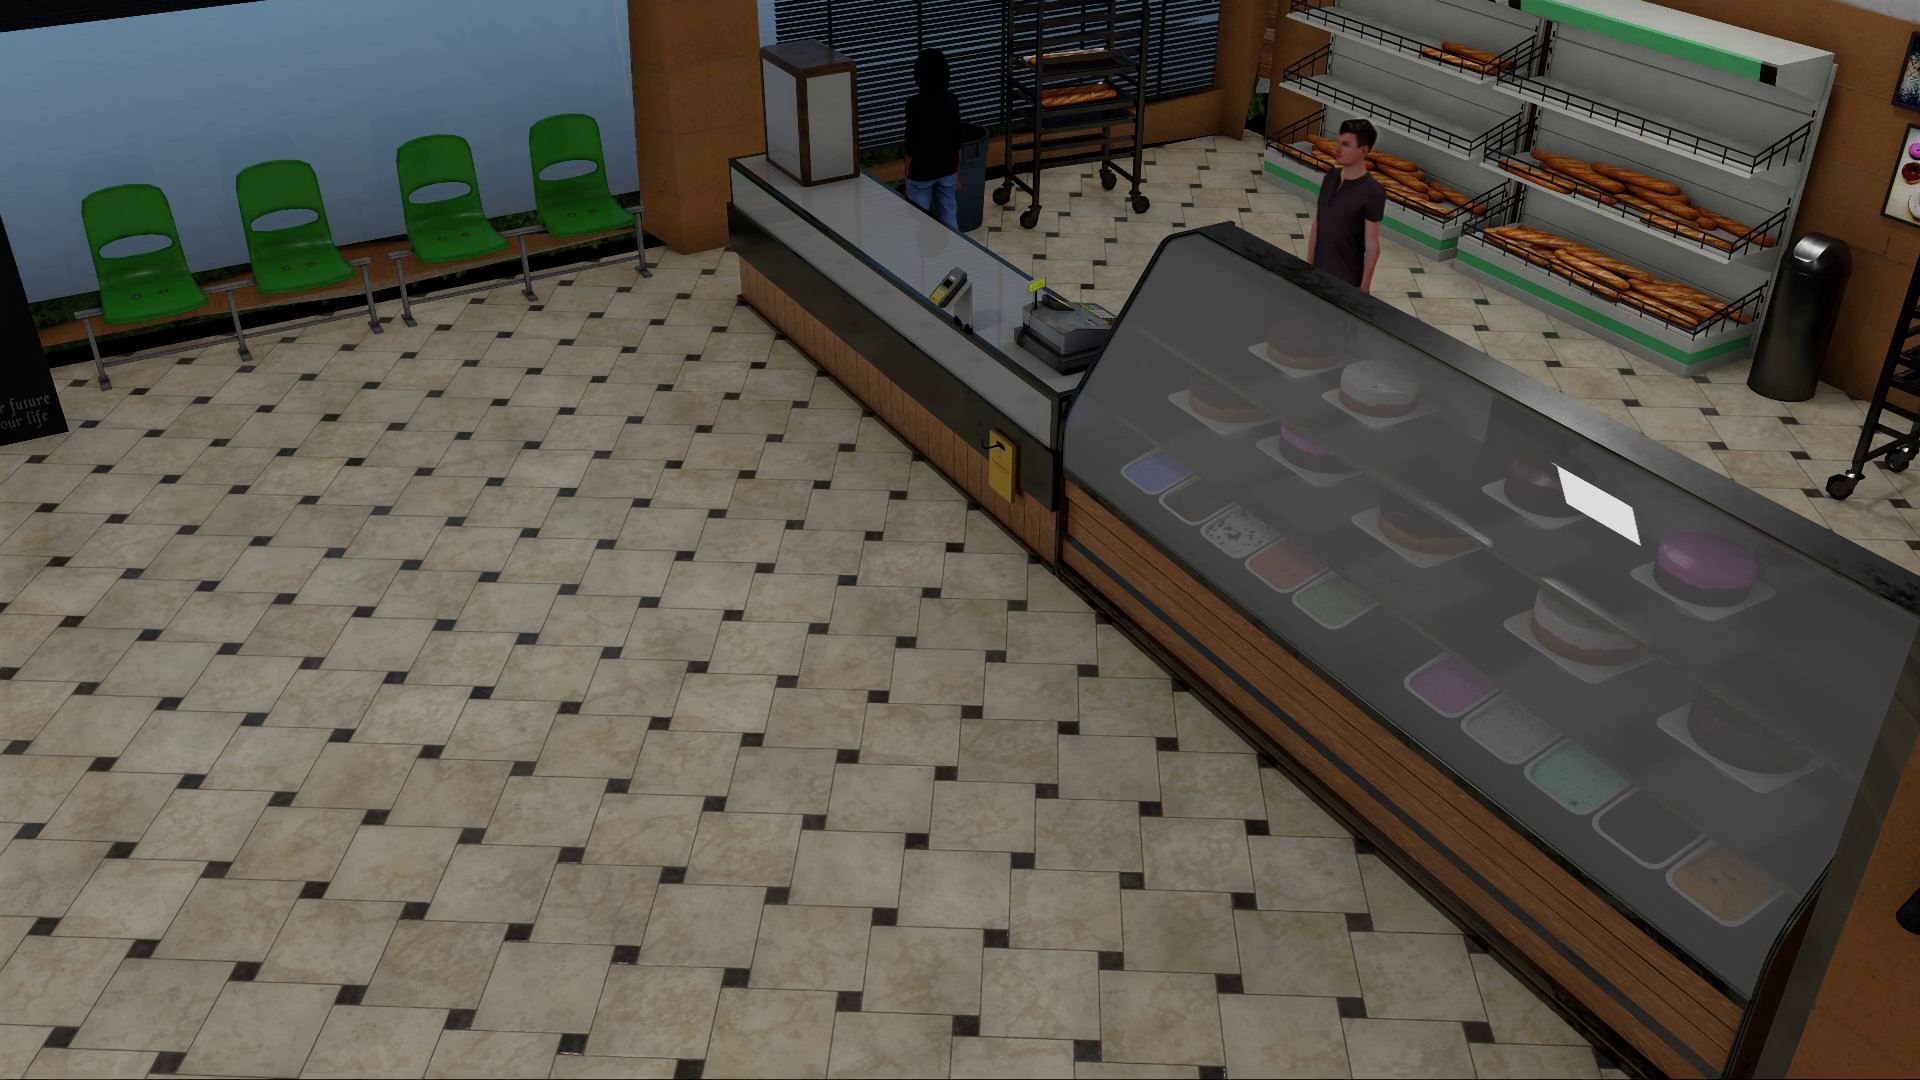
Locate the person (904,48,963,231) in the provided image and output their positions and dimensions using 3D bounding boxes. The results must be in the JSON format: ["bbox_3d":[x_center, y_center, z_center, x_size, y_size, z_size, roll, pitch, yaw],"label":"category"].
[{"bbox_3d":[-0.182,-2.396,10.985,0.512,1.702,0.650,-12,34,-18],"label":"person"}]

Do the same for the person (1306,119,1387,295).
[{"bbox_3d":[2.133,-1.451,9.325,0.514,1.851,0.644,-17,36,-25],"label":"person"}]
